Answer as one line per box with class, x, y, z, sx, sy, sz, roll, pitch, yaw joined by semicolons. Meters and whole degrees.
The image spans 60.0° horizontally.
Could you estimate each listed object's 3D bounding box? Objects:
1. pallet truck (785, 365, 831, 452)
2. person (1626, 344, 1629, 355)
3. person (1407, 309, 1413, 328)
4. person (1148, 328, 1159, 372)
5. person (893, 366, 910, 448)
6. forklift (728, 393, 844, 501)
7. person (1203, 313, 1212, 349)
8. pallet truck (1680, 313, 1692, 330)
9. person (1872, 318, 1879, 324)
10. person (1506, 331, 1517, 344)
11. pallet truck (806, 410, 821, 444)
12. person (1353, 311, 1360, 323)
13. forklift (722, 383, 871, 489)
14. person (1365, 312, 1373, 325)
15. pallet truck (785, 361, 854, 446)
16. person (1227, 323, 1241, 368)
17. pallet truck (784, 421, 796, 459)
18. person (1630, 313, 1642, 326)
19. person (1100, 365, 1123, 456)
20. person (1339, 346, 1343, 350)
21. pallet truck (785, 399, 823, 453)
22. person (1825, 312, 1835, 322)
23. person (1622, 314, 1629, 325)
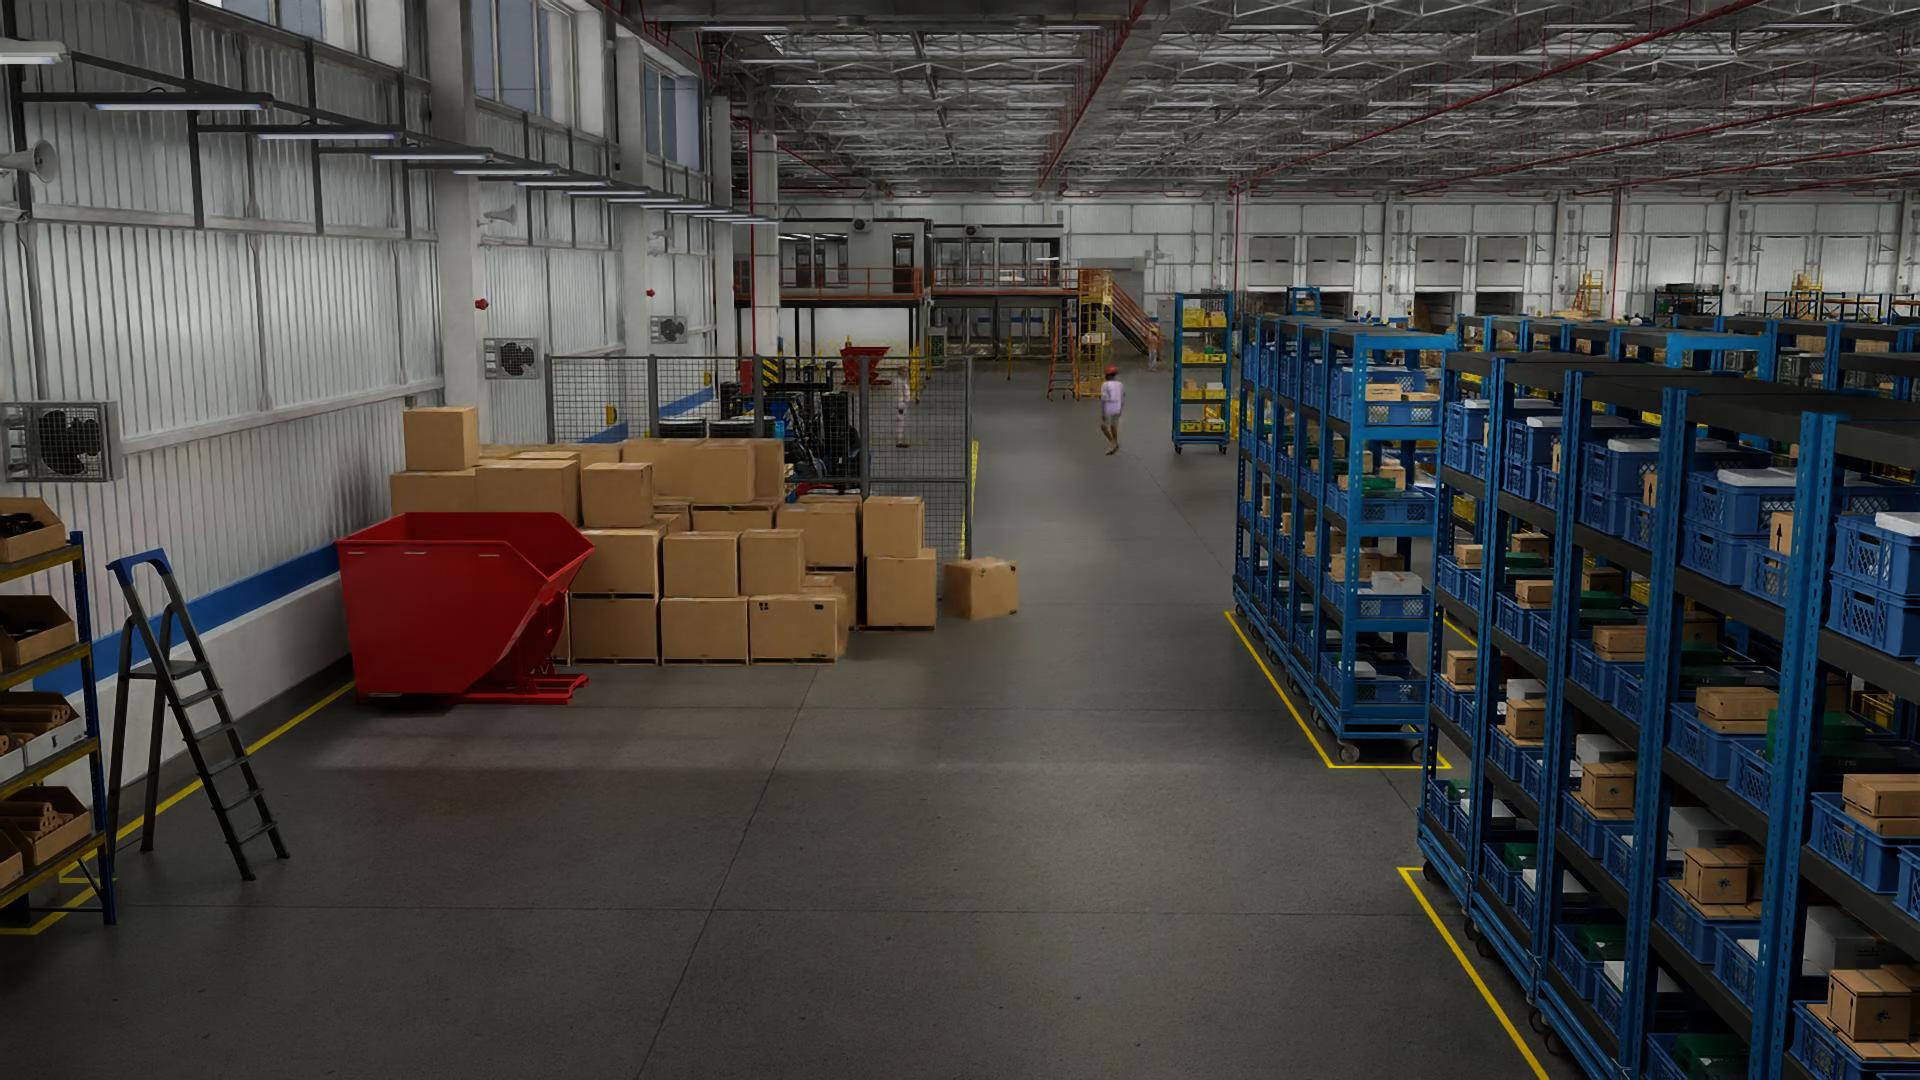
pallet truck;-3.774;-2.976;37.635;1.885;1.965;0.823;1;9;5
person;23.406;-6.390;59.037;0.651;1.887;0.449;7;11;36
person;25.591;-12.174;94.626;0.398;1.918;0.587;5;11;30
person;7.873;-7.728;67.664;0.320;1.767;0.529;-8;12;-40
person;-1.343;-3.114;38.765;0.401;1.910;0.641;1;9;5
forklift;-2.979;-1.316;26.476;2.680;1.987;1.157;0;9;1
person;12.956;-10.896;86.854;0.575;1.882;0.355;-5;11;-29
pallet truck;36.315;-10.531;84.244;0.823;1.965;1.885;-6;11;-33
person;42.306;-9.330;77.082;0.382;1.917;0.585;6;11;34
person;22.169;-7.652;66.861;0.936;1.865;0.601;4;10;22
pallet truck;-3.559;-2.018;33.905;1.522;1.261;0.704;0;9;-1
person;22.323;-12.004;93.810;0.429;1.844;0.626;5;10;28
forklift;-2.893;-1.687;28.729;2.680;1.987;1.157;0;9;-1
person;21.221;-10.862;86.437;0.404;1.945;0.614;-2;9;-10
pallet truck;-3.410;-3.193;38.978;1.885;1.965;0.823;0;9;-1
person;11.519;-8.164;69.838;0.857;1.938;0.612;9;13;43
pallet truck;-4.013;-1.793;32.705;1.601;1.201;0.680;0;9;1
person;34.656;-10.672;85.289;0.352;1.937;0.635;-8;12;-42
person;3.366;-2.865;36.875;0.626;2.030;0.521;-6;11;-34
person;15.037;-7.431;65.519;0.317;1.867;0.531;-2;9;-13
pallet truck;-3.814;-2.432;36.419;1.630;1.274;0.653;0;9;1
person;46.472;-11.250;88.934;0.403;1.911;0.560;-7;11;-36
person;34.706;-10.863;86.825;0.508;1.824;0.632;7;11;35
